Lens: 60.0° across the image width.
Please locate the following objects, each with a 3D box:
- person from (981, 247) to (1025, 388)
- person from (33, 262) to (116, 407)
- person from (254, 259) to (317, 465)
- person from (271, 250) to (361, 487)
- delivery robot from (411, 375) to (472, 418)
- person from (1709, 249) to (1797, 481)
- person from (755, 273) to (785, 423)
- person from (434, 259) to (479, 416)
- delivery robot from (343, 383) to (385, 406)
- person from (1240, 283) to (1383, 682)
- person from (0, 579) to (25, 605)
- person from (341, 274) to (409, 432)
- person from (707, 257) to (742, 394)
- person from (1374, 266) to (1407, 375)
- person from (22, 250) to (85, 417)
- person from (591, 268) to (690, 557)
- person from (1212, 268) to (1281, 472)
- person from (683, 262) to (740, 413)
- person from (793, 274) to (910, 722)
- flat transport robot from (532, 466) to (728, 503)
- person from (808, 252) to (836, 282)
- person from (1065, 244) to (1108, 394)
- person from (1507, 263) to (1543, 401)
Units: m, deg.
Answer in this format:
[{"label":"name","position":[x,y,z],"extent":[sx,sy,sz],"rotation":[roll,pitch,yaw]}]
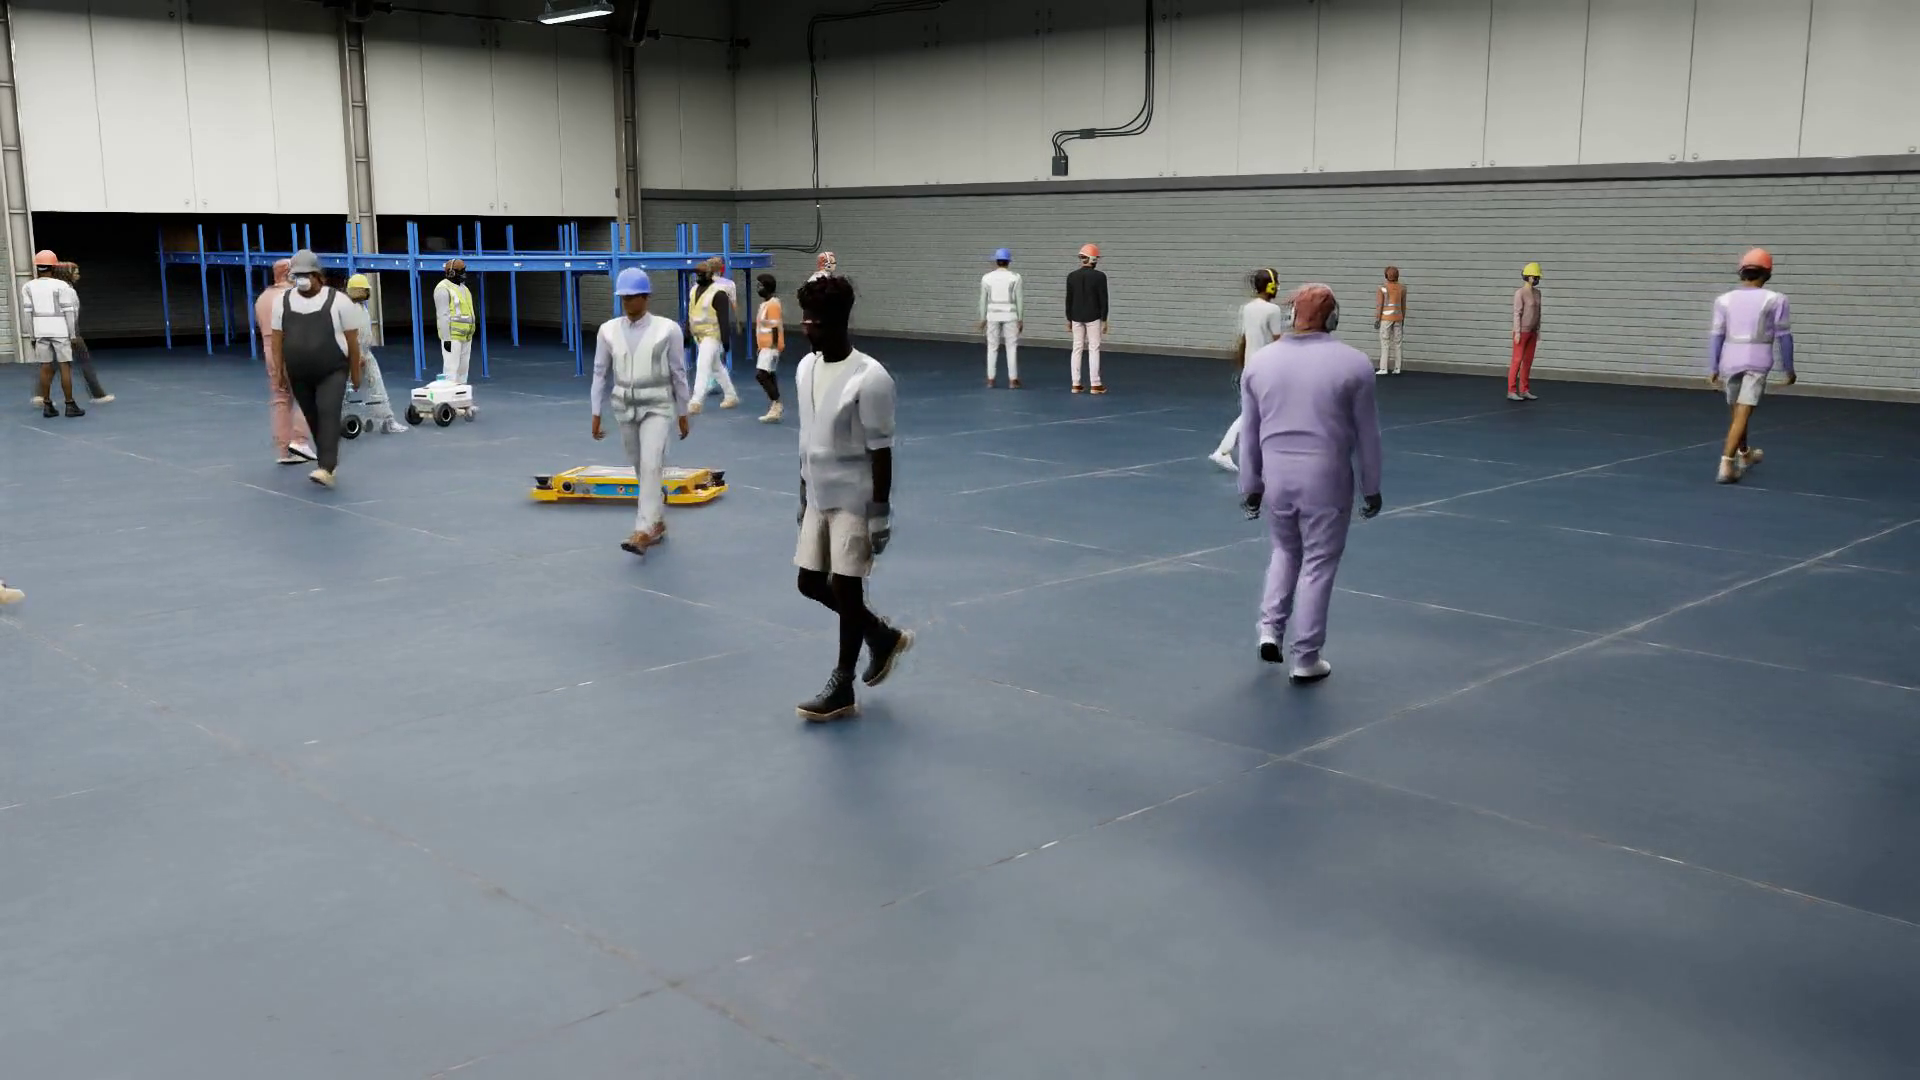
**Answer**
[{"label":"person","position":[0.601,-3.096,23.172],"extent":[0.614,1.943,0.410],"rotation":[3,11,14]},{"label":"person","position":[-11.057,-2.538,20.581],"extent":[0.522,1.798,1.000],"rotation":[6,12,31]},{"label":"person","position":[-6.174,-1.643,15.382],"extent":[0.679,1.889,0.437],"rotation":[6,12,28]},{"label":"person","position":[-5.466,-1.447,14.035],"extent":[0.688,2.000,1.016],"rotation":[0,10,-1]},{"label":"delivery robot","position":[-5.866,-1.632,18.840],"extent":[0.477,0.478,0.707],"rotation":[5,11,24]},{"label":"person","position":[6.909,-1.525,14.508],"extent":[1.071,1.982,0.625],"rotation":[-9,14,-40]},{"label":"person","position":[-2.175,-2.159,18.770],"extent":[0.381,1.680,0.551],"rotation":[-4,11,-18]},{"label":"person","position":[-5.949,-2.400,19.695],"extent":[0.430,1.836,0.619],"rotation":[3,11,14]},{"label":"delivery robot","position":[-6.458,-1.553,17.702],"extent":[0.335,0.223,0.698],"rotation":[6,12,32]},{"label":"person","position":[1.677,-0.271,7.921],"extent":[0.643,1.885,0.445],"rotation":[8,13,36]},{"label":"person","position":[-5.667,-0.483,9.272],"extent":[0.771,1.813,0.647],"rotation":[2,11,10]},{"label":"person","position":[-6.444,-1.990,17.826],"extent":[0.873,1.703,0.491],"rotation":[2,11,11]},{"label":"person","position":[-3.226,-2.889,22.395],"extent":[0.566,1.808,0.904],"rotation":[5,11,24]},{"label":"person","position":[6.524,-3.319,25.214],"extent":[0.514,1.642,0.314],"rotation":[-3,11,-17]},{"label":"person","position":[-10.625,-2.416,19.479],"extent":[0.542,1.939,0.366],"rotation":[0,10,-2]},{"label":"person","position":[-2.165,-0.865,11.152],"extent":[0.636,1.888,1.006],"rotation":[3,11,13]},{"label":"person","position":[2.697,-1.546,15.079],"extent":[0.996,1.823,0.509],"rotation":[-4,11,-20]},{"label":"person","position":[-3.031,-2.465,20.158],"extent":[0.945,1.802,0.628],"rotation":[-8,13,-39]},{"label":"person","position":[-0.482,-0.191,7.318],"extent":[0.564,1.947,0.640],"rotation":[-9,14,-40]},{"label":"flat transport robot","position":[-2.661,-0.457,13.464],"extent":[1.431,0.197,0.652],"rotation":[2,10,8]},{"label":"person","position":[-1.616,-2.551,20.307],"extent":[0.408,1.909,0.638],"rotation":[-7,12,-33]},{"label":"person","position":[1.715,-2.973,22.370],"extent":[0.612,1.991,0.392],"rotation":[6,12,31]},{"label":"person","position":[7.301,-2.675,21.391],"extent":[0.517,1.757,0.336],"rotation":[-9,13,-39]}]
